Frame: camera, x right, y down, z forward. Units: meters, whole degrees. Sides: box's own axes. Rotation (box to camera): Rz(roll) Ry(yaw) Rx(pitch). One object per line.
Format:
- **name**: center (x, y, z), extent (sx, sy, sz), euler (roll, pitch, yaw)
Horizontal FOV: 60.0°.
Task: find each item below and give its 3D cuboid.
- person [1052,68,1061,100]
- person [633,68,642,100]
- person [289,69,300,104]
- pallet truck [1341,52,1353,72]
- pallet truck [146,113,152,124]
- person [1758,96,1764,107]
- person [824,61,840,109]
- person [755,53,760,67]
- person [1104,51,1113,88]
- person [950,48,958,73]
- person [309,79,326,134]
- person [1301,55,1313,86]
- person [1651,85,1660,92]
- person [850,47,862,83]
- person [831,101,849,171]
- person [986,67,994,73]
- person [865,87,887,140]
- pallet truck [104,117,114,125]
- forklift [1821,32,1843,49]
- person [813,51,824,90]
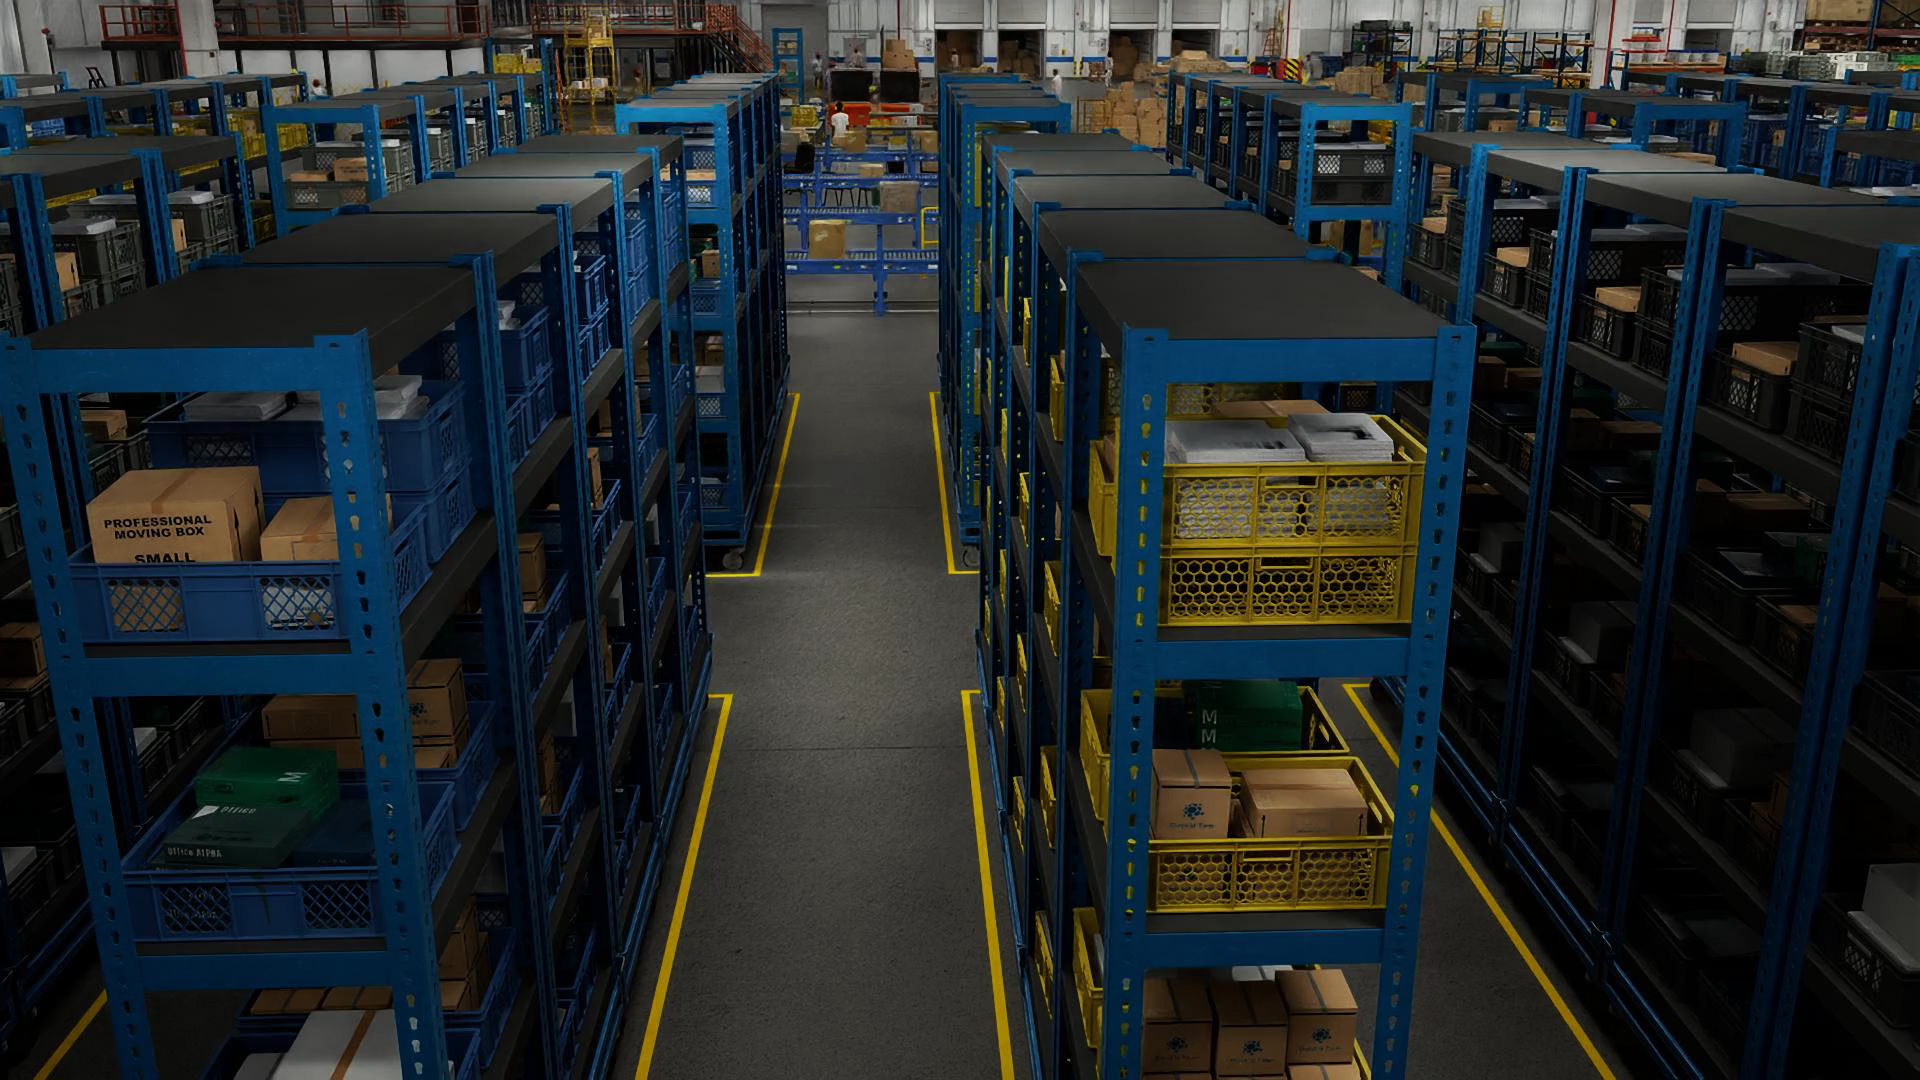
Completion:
- **person**: center (3.767, -17.155, 63.902), extent (0.802, 1.916, 0.634), euler (8, 20, 23)
- **person**: center (-12.219, -17.058, 63.601), extent (0.800, 1.907, 0.578), euler (-5, 19, -16)
- **person**: center (-25.038, -16.751, 62.640), extent (0.381, 1.917, 0.584), euler (-16, 24, -40)
- **pallet truck**: center (18.794, -23.123, 82.231), extent (0.823, 1.965, 1.885), euler (-13, 22, -35)
- **pallet truck**: center (-18.087, -8.309, 36.390), extent (1.885, 1.965, 0.823), euler (-1, 18, -4)
- **person**: center (27.844, -15.222, 57.965), extent (0.987, 1.885, 0.563), euler (0, 18, -1)
- **person**: center (-5.350, -18.951, 69.329), extent (0.608, 2.006, 1.014), euler (17, 24, 42)
- **person**: center (-11.160, -26.088, 91.895), extent (0.366, 1.683, 0.550), euler (-6, 19, -18)
- **person**: center (7.856, -24.770, 87.580), extent (0.429, 1.844, 0.626), euler (13, 22, 35)
- **person**: center (-0.308, -26.087, 91.530), extent (0.425, 1.911, 0.620), euler (8, 20, 24)
- **person**: center (-21.602, -14.565, 56.009), extent (0.583, 1.827, 0.989), euler (-12, 21, -32)
- **person**: center (17.215, -23.197, 82.731), extent (0.900, 1.822, 0.574), euler (-13, 22, -36)
- **person**: center (26.621, -16.907, 63.486), extent (0.565, 1.677, 0.552), euler (6, 19, 19)
- **person**: center (-5.782, -26.442, 92.603), extent (1.010, 1.941, 0.610), euler (-15, 23, -38)
- **person**: center (-3.109, -10.396, 43.051), extent (0.509, 1.872, 0.328), euler (-10, 21, -29)
- **person**: center (1.074, -16.417, 61.409), extent (0.539, 2.000, 0.688), euler (-1, 18, -3)
- **person**: center (-2.778, -13.735, 53.629), extent (0.926, 1.718, 0.522), euler (3, 18, 10)
- **pallet truck**: center (-18.367, -7.885, 35.078), extent (1.885, 1.965, 0.823), euler (1, 18, 2)
- **forklift**: center (46.003, -25.465, 88.065), extent (1.129, 2.768, 1.873), euler (-1, 18, -2)
- **person**: center (-7.203, -23.895, 84.745), extent (0.547, 1.917, 0.582), euler (-10, 21, -29)
